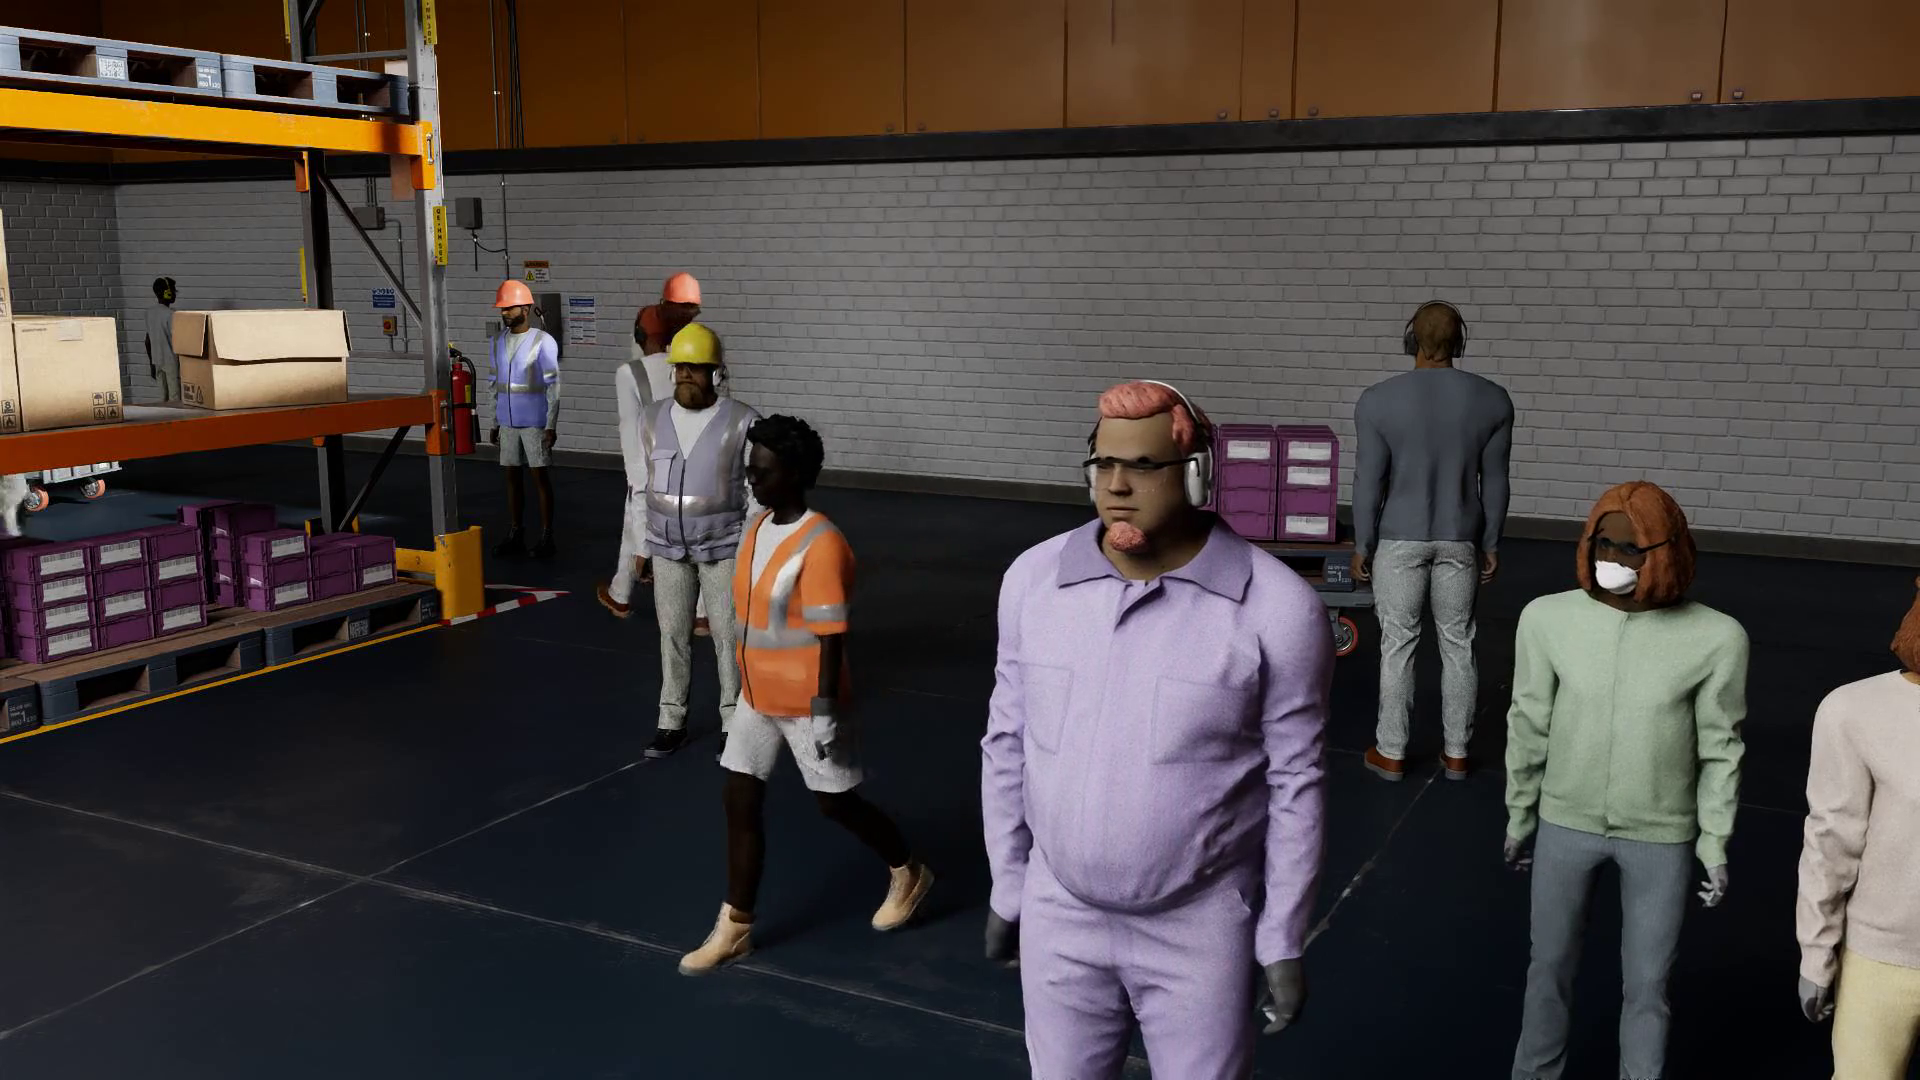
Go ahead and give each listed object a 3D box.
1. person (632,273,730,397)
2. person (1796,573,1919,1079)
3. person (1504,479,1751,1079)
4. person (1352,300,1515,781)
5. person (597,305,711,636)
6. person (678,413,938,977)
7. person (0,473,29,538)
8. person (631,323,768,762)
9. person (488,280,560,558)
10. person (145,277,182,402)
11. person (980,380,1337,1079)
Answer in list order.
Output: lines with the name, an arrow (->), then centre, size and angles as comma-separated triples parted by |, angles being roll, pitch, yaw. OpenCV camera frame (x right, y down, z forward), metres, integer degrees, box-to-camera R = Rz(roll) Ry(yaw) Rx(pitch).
person -> -1.810, -0.741, 10.906 | 0.619, 1.986, 1.038 | -5, 11, -24
person -> 1.815, 0.794, 3.084 | 0.494, 1.625, 0.283 | 3, 10, 18
person -> 1.485, 0.671, 3.767 | 0.501, 1.632, 0.287 | 5, 11, 27
person -> 1.877, 0.014, 6.693 | 0.628, 1.940, 0.373 | 0, 10, 1
person -> -1.722, -0.410, 9.452 | 0.582, 1.826, 0.991 | -8, 12, -37
person -> -0.442, 0.444, 4.998 | 0.817, 1.668, 0.537 | -7, 12, -37
person -> -6.618, -0.715, 11.308 | 0.598, 1.808, 0.664 | 8, 13, 38
person -> -1.099, 0.016, 6.973 | 0.590, 1.837, 0.404 | 2, 10, 10
person -> -3.064, -0.835, 11.608 | 0.553, 1.935, 0.361 | 4, 10, 21
person -> -8.430, -1.853, 17.703 | 0.533, 1.868, 0.310 | 5, 11, 28
person -> 0.322, 0.667, 3.001 | 0.643, 1.910, 0.400 | 5, 11, 26
